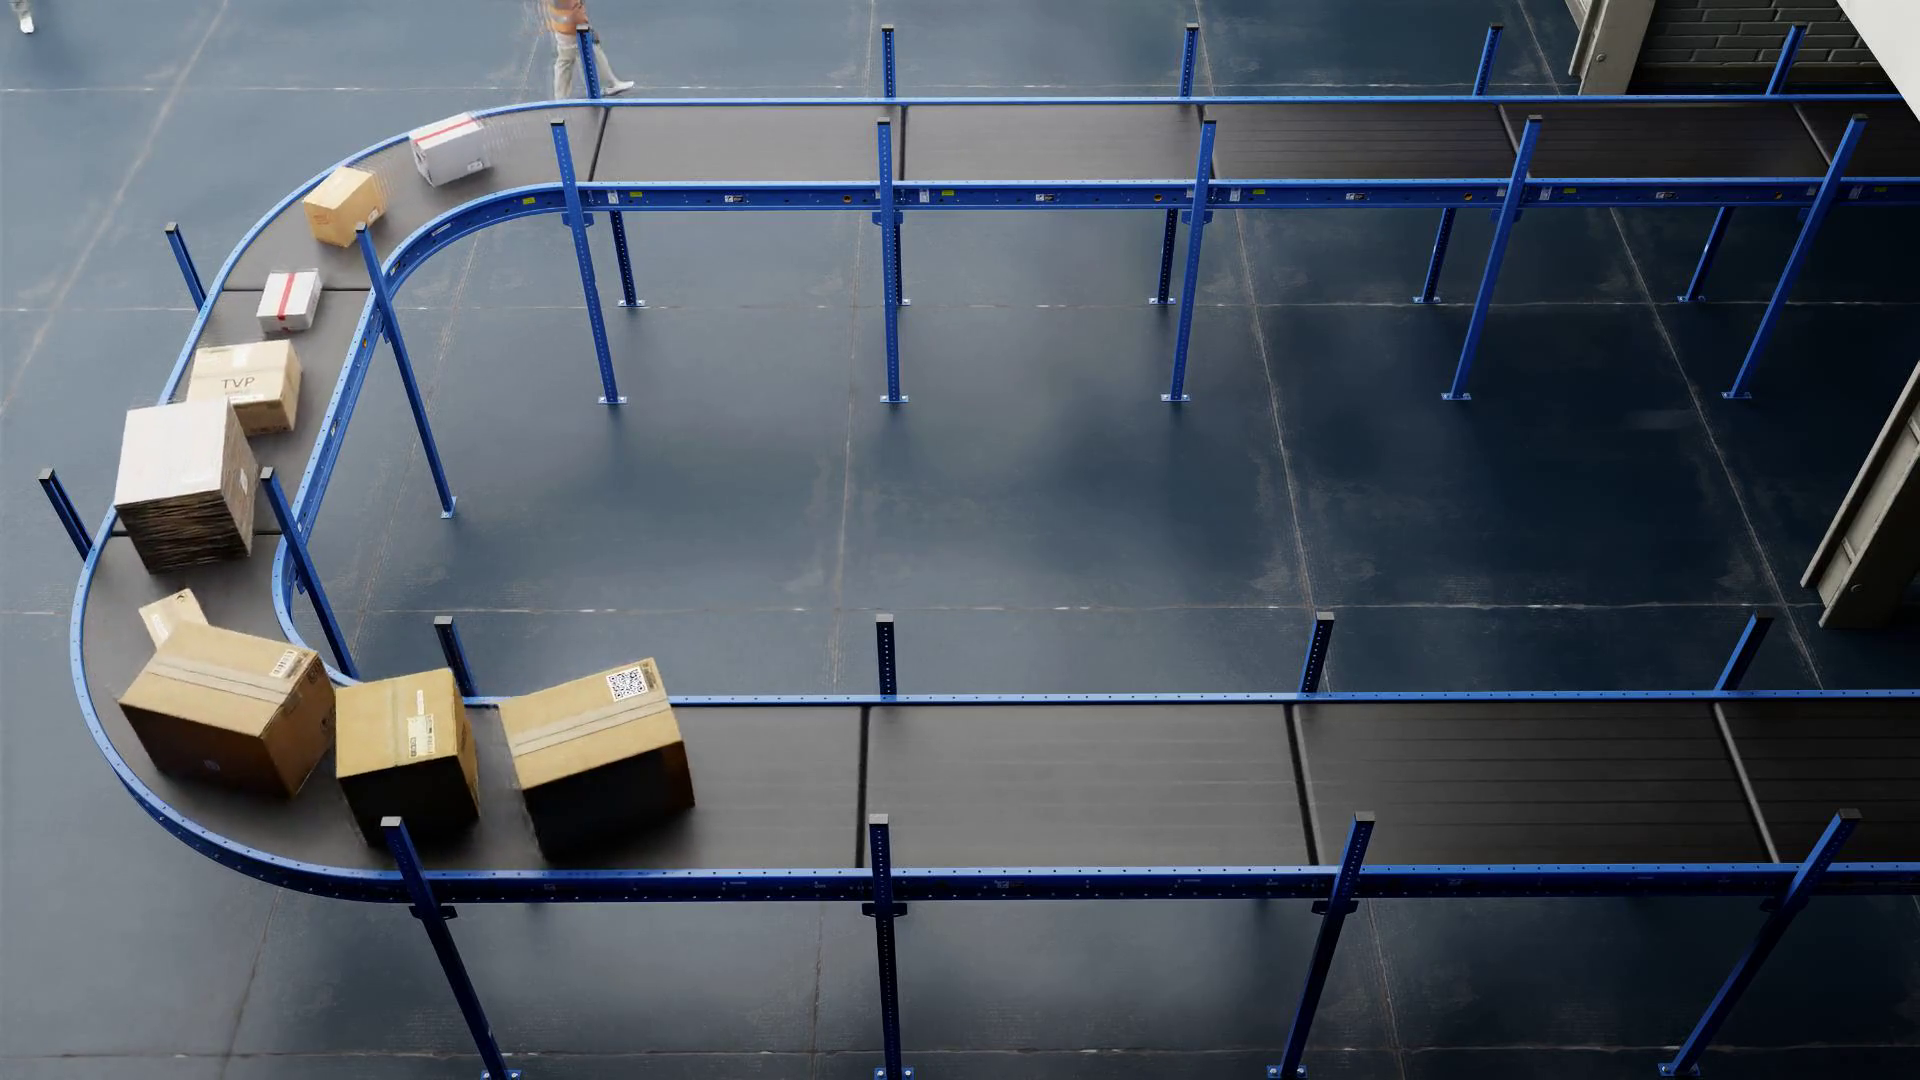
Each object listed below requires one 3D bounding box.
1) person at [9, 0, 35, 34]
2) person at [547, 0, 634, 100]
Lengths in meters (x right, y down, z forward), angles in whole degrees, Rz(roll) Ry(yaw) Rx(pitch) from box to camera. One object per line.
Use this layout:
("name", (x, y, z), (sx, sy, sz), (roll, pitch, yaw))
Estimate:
("person", (-8.554, -5.537, 15.158), (0.600, 1.894, 0.894), (-16, 49, -14))
("person", (-3.109, -4.267, 14.160), (0.793, 1.607, 0.521), (-11, 48, -10))
